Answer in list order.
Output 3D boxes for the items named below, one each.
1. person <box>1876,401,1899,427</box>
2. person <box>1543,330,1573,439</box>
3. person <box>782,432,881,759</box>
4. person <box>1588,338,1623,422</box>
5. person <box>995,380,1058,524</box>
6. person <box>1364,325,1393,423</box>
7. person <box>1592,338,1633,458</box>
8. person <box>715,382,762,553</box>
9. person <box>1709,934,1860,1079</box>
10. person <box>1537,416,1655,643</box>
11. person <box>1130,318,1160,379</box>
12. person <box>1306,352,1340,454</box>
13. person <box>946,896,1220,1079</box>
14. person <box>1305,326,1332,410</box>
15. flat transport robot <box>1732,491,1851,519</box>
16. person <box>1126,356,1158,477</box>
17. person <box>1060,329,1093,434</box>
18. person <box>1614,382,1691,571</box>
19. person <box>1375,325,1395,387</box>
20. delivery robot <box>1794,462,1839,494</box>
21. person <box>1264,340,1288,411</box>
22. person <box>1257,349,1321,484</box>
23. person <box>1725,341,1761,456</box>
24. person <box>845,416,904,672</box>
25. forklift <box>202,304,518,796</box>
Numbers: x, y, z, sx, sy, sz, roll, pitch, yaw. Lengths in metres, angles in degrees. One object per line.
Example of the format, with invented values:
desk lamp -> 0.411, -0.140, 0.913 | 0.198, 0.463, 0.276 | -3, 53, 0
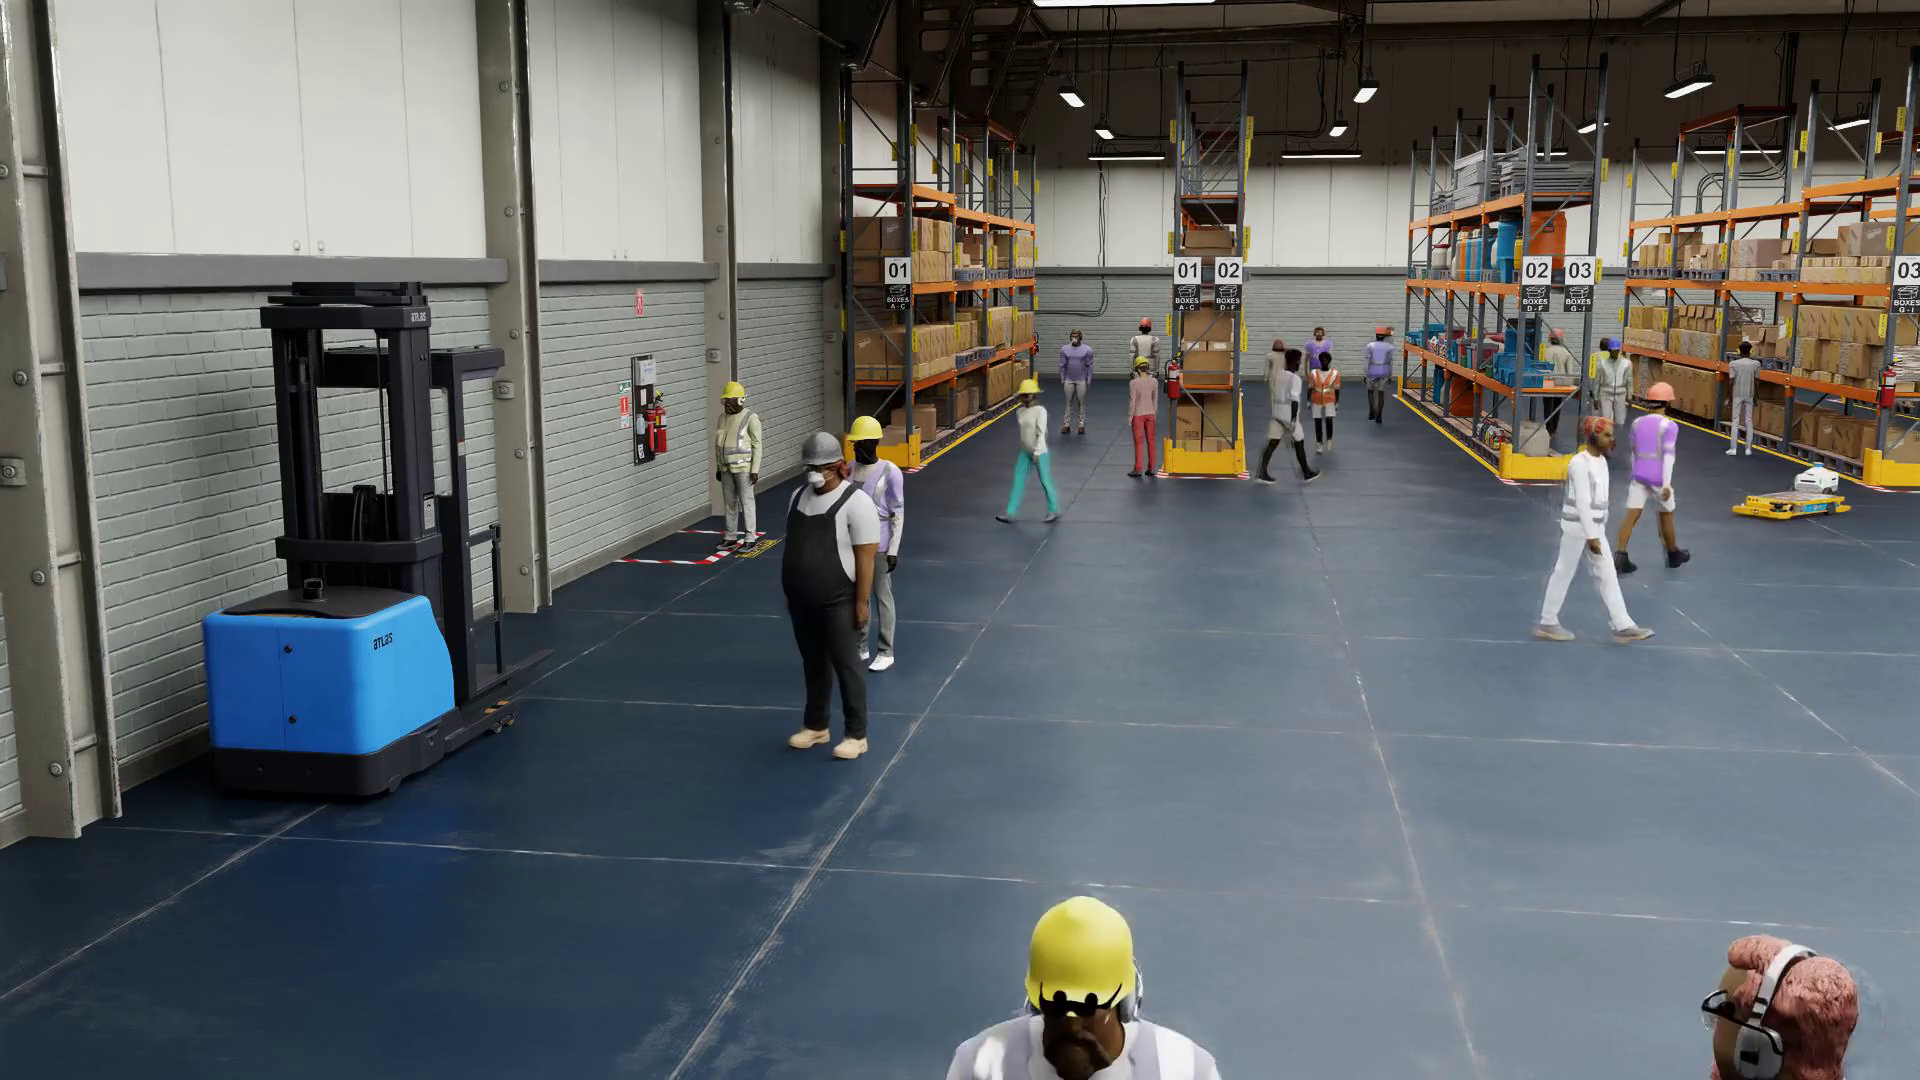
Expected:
person -> 17.099, -2.822, 30.576 | 0.588, 1.789, 0.919 | 6, 11, 31
person -> 10.675, -2.813, 29.992 | 0.632, 1.941, 1.010 | 2, 9, 13
person -> -0.855, 0.341, 10.392 | 0.690, 2.000, 0.536 | 8, 12, 39
person -> 11.760, -2.784, 30.328 | 0.626, 1.795, 0.975 | 3, 10, 15
person -> 0.829, -1.037, 19.757 | 0.930, 1.719, 0.540 | -9, 13, -43
person -> 8.342, -3.310, 33.155 | 0.563, 1.914, 0.515 | 1, 9, 7
person -> 10.572, -2.321, 26.990 | 0.622, 1.934, 0.594 | 2, 9, 9
person -> -2.404, -0.784, 17.841 | 0.602, 1.830, 0.404 | 6, 11, 34
person -> 1.460, 1.625, 2.907 | 0.631, 1.861, 0.977 | -9, 13, -43
person -> 5.129, -0.061, 13.372 | 0.962, 1.834, 0.592 | 9, 13, 44
person -> 3.768, -3.496, 33.920 | 0.605, 2.045, 0.377 | 2, 9, 9
person -> 5.973, -2.260, 27.411 | 0.539, 1.682, 0.432 | 3, 10, 20
person -> 0.227, 1.580, 3.428 | 0.614, 1.781, 0.946 | 2, 9, 12
person -> 7.670, -3.663, 35.599 | 0.560, 1.832, 0.445 | 2, 9, 13
flat transport robot -> 10.356, -0.447, 20.691 | 1.431, 0.197, 0.652 | -5, 11, -30
person -> 2.670, -1.815, 24.435 | 0.524, 1.759, 0.328 | -5, 11, -30
person -> 2.154, -2.947, 30.852 | 0.629, 1.940, 0.379 | 3, 10, 18
person -> 6.981, -0.632, 16.727 | 1.000, 1.891, 0.559 | -5, 11, -30
person -> 10.914, -4.724, 42.815 | 0.523, 1.596, 0.477 | -5, 10, -28
delivery robot -> 11.063, -0.761, 21.469 | 0.477, 0.478, 0.707 | 9, 13, 43
person -> 6.547, -3.344, 34.368 | 0.510, 1.593, 0.833 | 1, 9, 6
person -> 4.656, -1.745, 23.543 | 1.031, 1.913, 0.624 | -5, 10, -28
person -> 12.794, -2.315, 27.193 | 0.517, 1.865, 0.327 | 2, 9, 13
person -> -0.690, 0.023, 12.570 | 0.584, 1.928, 0.372 | 7, 12, 38
forklift -> -3.673, -0.038, 10.147 | 1.129, 2.768, 1.873 | 1, 9, 9
